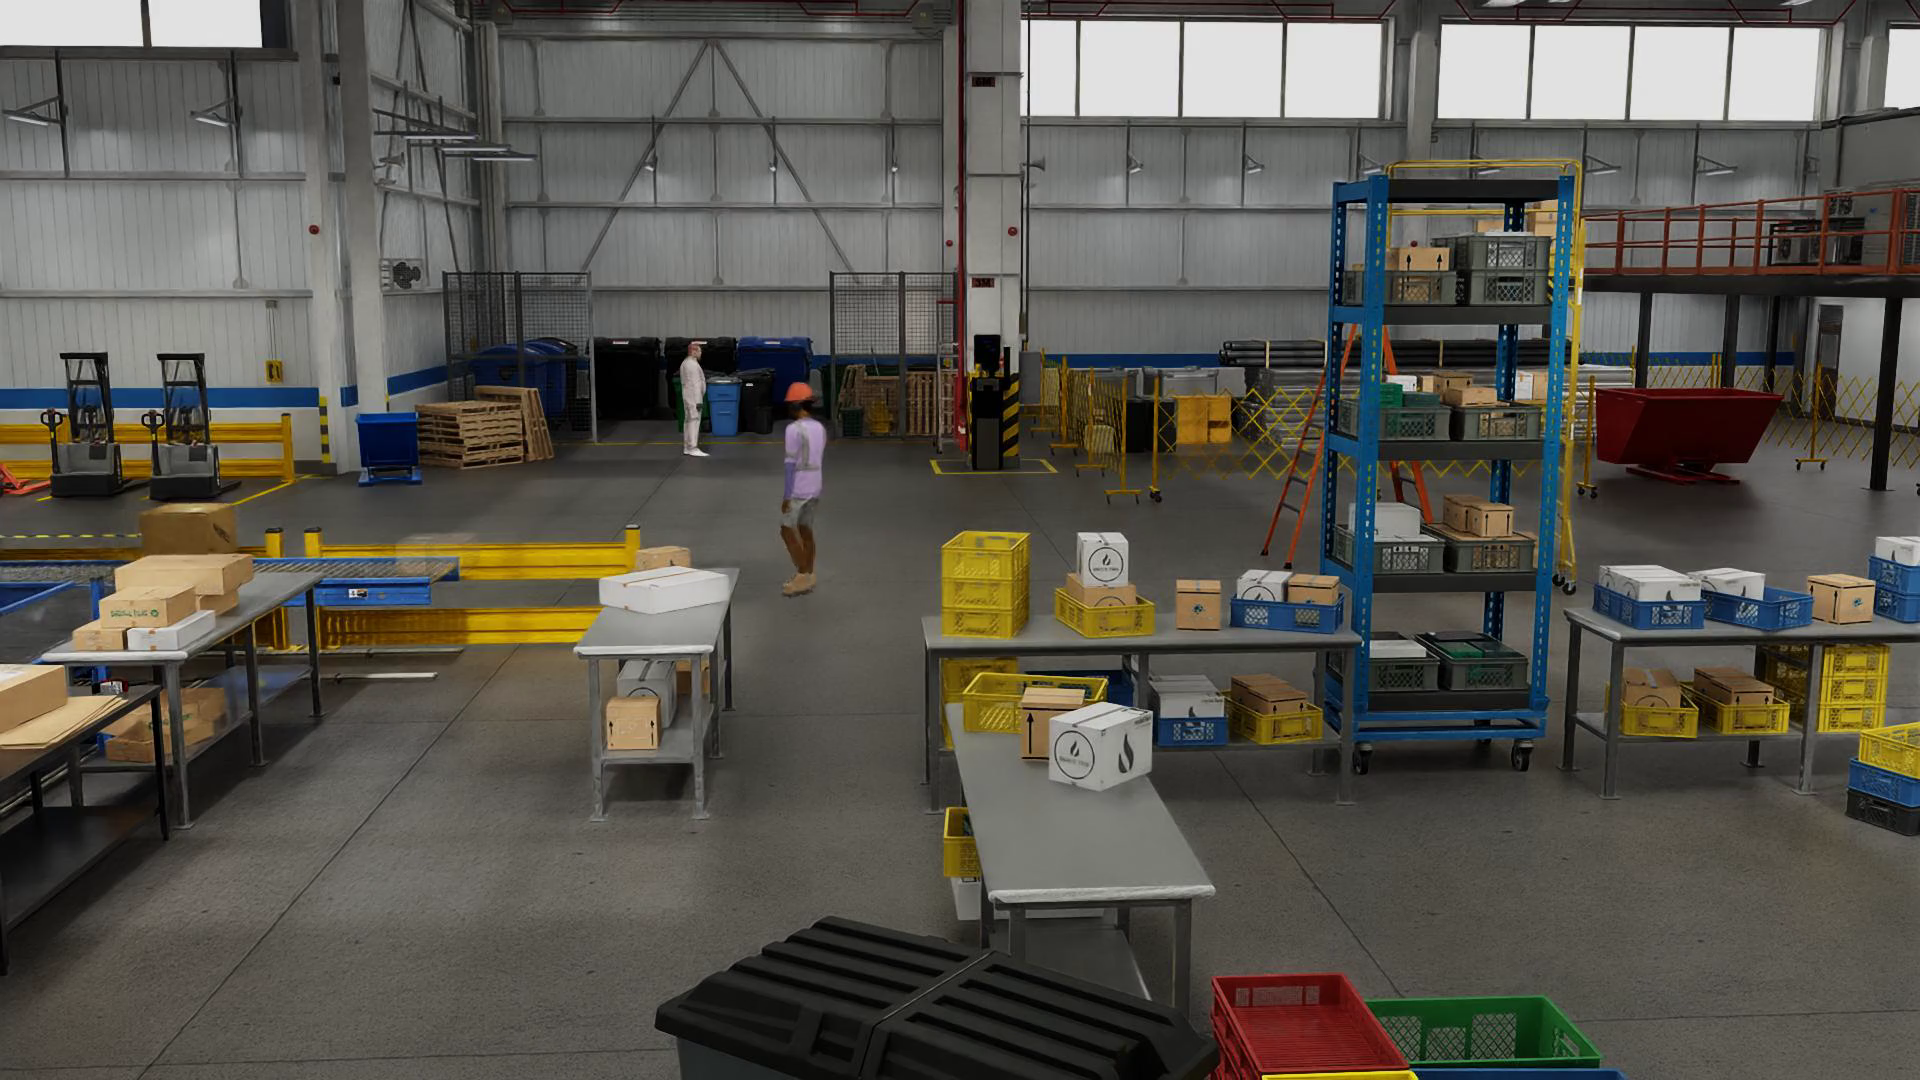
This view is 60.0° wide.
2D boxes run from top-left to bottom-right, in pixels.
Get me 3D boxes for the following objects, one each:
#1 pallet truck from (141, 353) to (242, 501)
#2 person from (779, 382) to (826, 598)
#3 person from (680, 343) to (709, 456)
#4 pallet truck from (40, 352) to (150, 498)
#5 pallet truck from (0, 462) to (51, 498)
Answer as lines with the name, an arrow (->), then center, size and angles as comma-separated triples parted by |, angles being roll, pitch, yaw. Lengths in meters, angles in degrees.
pallet truck -> -10.520, -1.604, 22.925 | 0.823, 1.965, 1.885 | -1, 9, -6
person -> -1.518, -0.473, 15.700 | 0.422, 2.038, 0.660 | 4, 10, 25
person -> -4.457, -2.356, 27.941 | 0.401, 1.904, 0.649 | -5, 10, -27
pallet truck -> -11.907, -1.642, 23.165 | 0.823, 1.965, 1.885 | 0, 9, 0
pallet truck -> -13.193, -1.293, 23.148 | 0.653, 1.274, 1.630 | -1, 9, -4
